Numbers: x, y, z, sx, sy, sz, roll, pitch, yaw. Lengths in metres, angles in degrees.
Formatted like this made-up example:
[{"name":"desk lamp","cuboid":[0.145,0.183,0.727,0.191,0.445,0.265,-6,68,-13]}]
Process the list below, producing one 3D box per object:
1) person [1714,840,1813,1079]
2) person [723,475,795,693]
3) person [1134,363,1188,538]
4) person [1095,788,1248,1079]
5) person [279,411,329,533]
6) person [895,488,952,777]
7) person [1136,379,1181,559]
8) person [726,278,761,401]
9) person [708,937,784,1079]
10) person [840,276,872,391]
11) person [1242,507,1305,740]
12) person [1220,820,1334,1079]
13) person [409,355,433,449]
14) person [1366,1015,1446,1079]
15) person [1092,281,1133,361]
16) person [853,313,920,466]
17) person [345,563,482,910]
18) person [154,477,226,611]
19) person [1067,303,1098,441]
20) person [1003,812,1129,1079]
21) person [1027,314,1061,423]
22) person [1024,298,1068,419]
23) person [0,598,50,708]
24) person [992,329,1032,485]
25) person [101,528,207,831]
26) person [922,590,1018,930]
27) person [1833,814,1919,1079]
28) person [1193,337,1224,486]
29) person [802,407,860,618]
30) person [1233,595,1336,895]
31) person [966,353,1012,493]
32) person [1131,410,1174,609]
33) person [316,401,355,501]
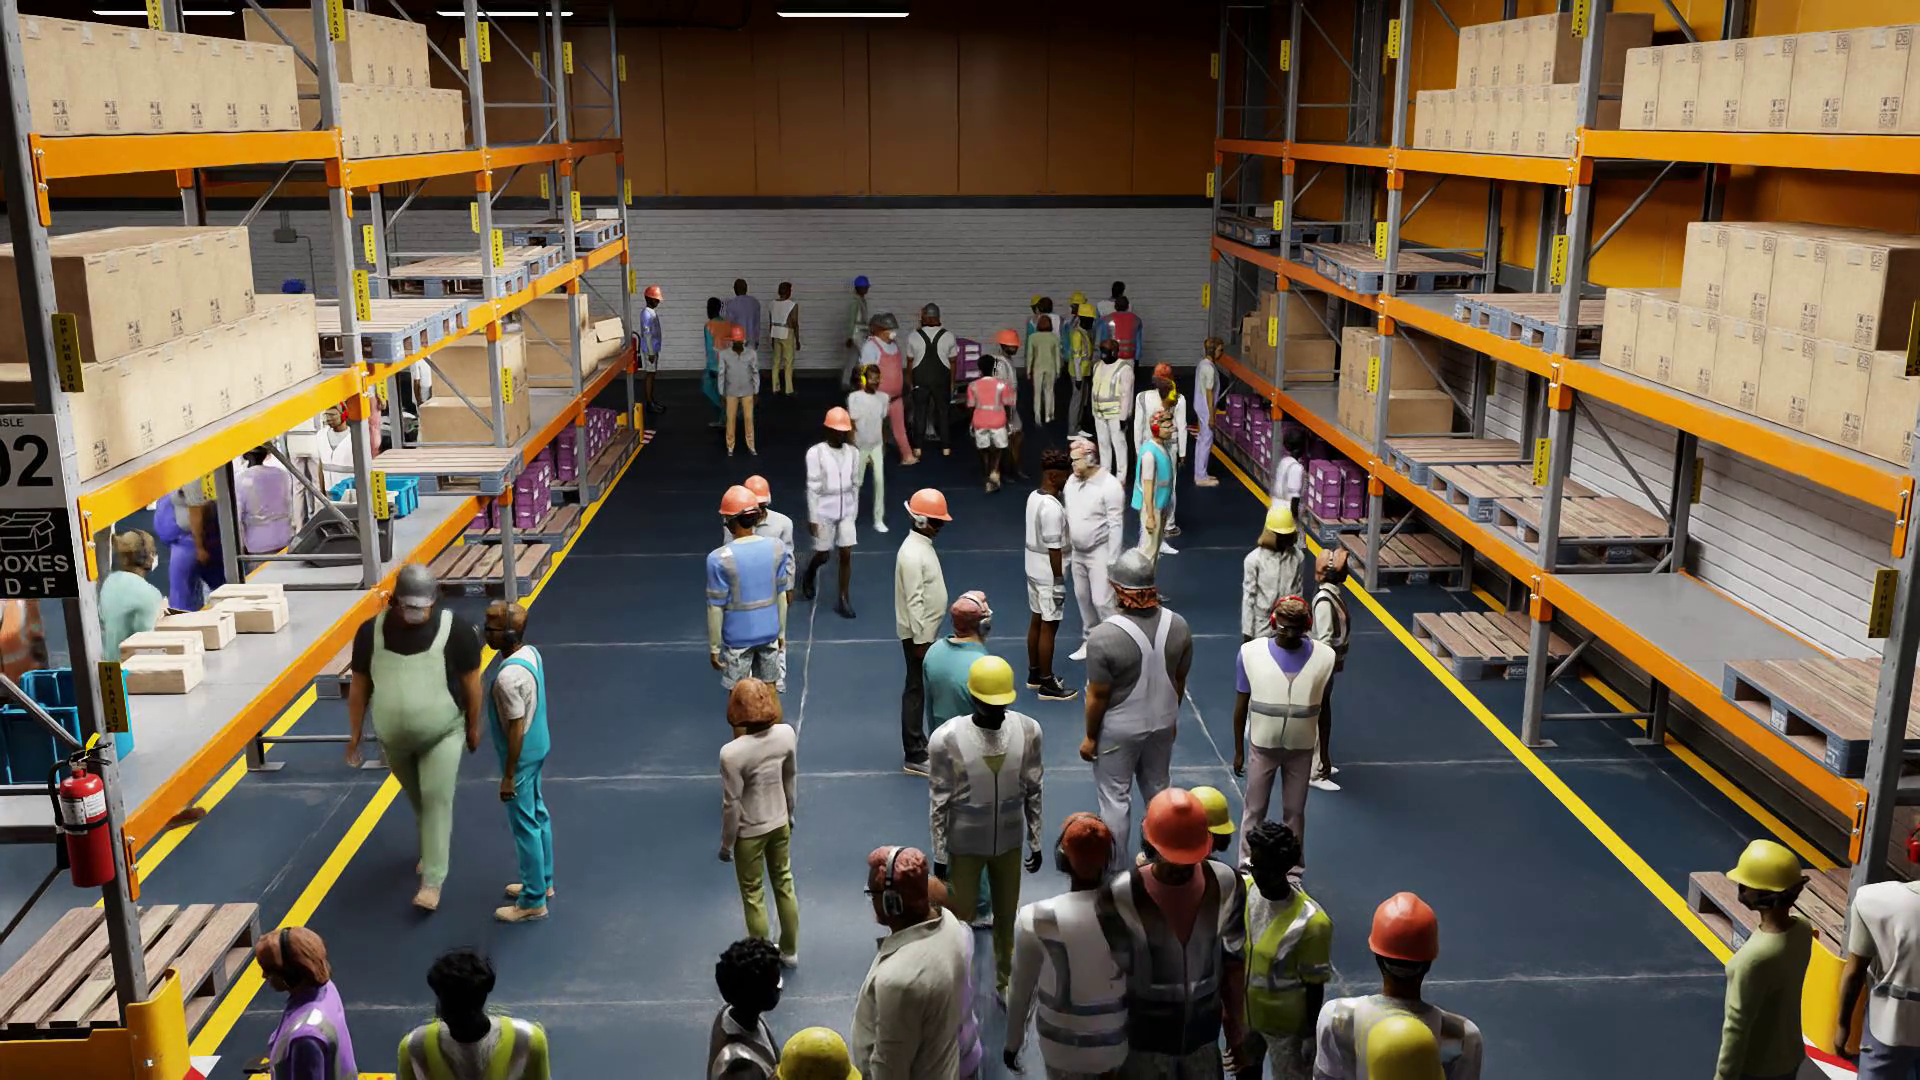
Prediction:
[{"name":"person","cuboid":[3.067,1.998,6.444,0.527,1.761,0.340,-12,19,-40]},{"name":"person","cuboid":[-1.565,0.345,12.954,0.566,1.744,0.350,-1,14,-2]},{"name":"person","cuboid":[2.150,-0.960,17.796,0.584,1.884,0.346,7,16,24]},{"name":"person","cuboid":[0.811,1.885,6.344,0.613,2.033,0.410,-3,15,-13]},{"name":"person","cuboid":[-6.942,-0.956,17.741,0.589,1.912,0.397,-2,14,-7]},{"name":"person","cuboid":[-0.250,0.621,11.390,0.390,1.986,0.609,1,14,2]},{"name":"person","cuboid":[2.041,-0.731,17.032,0.565,1.826,0.542,-1,14,-4]},{"name":"person","cuboid":[-3.441,-3.182,26.433,0.627,1.933,0.367,-12,19,-39]},{"name":"person","cuboid":[-0.752,2.185,5.847,0.323,1.689,0.536,-2,14,-7]},{"name":"person","cuboid":[-1.552,-3.344,27.115,0.970,1.898,0.656,2,14,9]},{"name":"person","cuboid":[2.251,0.608,11.934,0.491,1.745,0.327,-5,15,-19]},{"name":"person","cuboid":[1.269,1.937,6.822,0.318,1.691,0.537,-12,19,-39]},{"name":"person","cuboid":[-6.642,-1.696,20.718,0.329,1.873,0.515,0,14,1]},{"name":"person","cuboid":[1.300,2.283,5.082,0.594,1.896,0.881,-7,16,-24]},{"name":"person","cuboid":[2.416,-3.182,26.550,0.672,1.875,0.651,-1,14,-4]},{"name":"person","cuboid":[-1.007,-1.980,21.490,1.052,2.000,0.687,13,20,42]},{"name":"person","cuboid":[-3.128,1.076,9.496,0.704,2.000,1.024,0,14,2]},{"name":"person","cuboid":[-6.502,-0.067,13.982,0.873,2.000,0.698,-4,15,-15]},{"name":"person","cuboid":[1.715,-2.337,23.154,0.403,1.918,0.581,4,15,16]},{"name":"person","cuboid":[0.454,1.927,6.515,0.588,1.856,0.749,-4,15,-14]},{"name":"person","cuboid":[1.230,-2.490,24.363,0.504,1.611,0.602,1,14,3]},{"name":"person","cuboid":[1.275,-2.745,25.016,0.645,1.775,0.998,-5,15,-18]},{"name":"person","cuboid":[-6.022,0.922,10.432,0.619,1.865,0.699,-11,18,-36]},{"name":"person","cuboid":[0.661,-1.609,20.287,0.614,1.923,0.566,4,15,15]},{"name":"person","cuboid":[-5.162,0.882,10.518,0.680,1.923,0.400,13,19,42]},{"name":"person","cuboid":[0.078,1.210,9.223,0.410,1.913,0.651,-10,17,-35]},{"name":"person","cuboid":[3.734,1.945,6.492,0.562,1.838,0.388,6,15,21]},{"name":"person","cuboid":[3.024,-1.563,20.274,0.352,1.835,0.518,-1,14,-3]},{"name":"person","cuboid":[-1.169,-0.272,15.036,0.570,1.921,0.686,-9,17,-31]},{"name":"person","cuboid":[1.832,1.186,9.468,0.563,1.837,0.389,0,14,-1]},{"name":"person","cuboid":[0.340,-1.371,19.812,0.554,1.674,0.453,3,15,11]},{"name":"person","cuboid":[1.759,-0.278,15.199,0.372,1.843,0.570,4,15,16]},{"name":"person","cuboid":[-5.841,-0.438,15.825,0.571,1.845,0.382,4,15,16]}]
